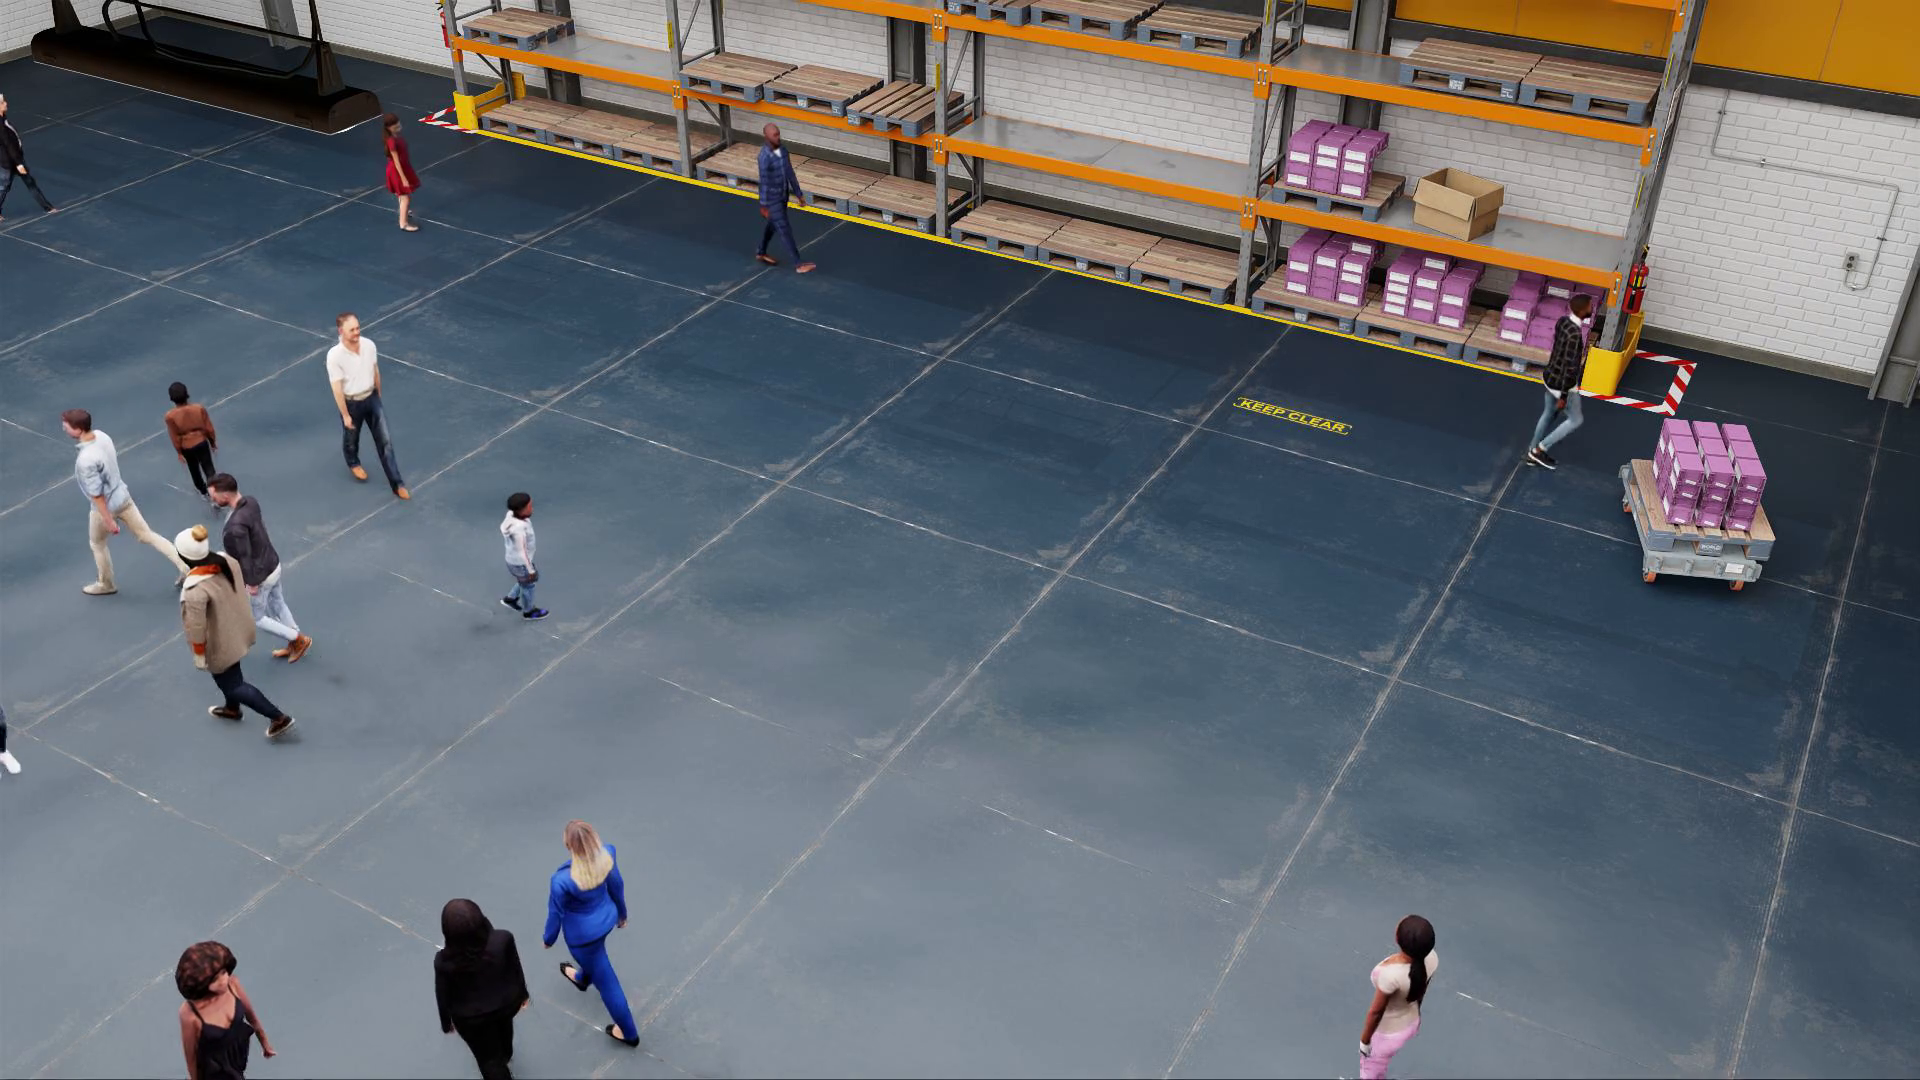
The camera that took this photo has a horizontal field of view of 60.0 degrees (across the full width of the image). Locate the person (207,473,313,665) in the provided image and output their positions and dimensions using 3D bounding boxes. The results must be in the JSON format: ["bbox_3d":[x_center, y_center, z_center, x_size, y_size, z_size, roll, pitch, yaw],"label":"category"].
[{"bbox_3d":[-5.429,0.257,13.071,0.924,1.813,0.886,-3,34,-4],"label":"person"}]

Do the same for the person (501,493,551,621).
[{"bbox_3d":[-3.678,0.156,13.740,0.722,1.242,0.664,-13,36,-18],"label":"person"}]

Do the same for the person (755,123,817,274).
[{"bbox_3d":[-2.227,-4.026,19.559,1.159,1.764,0.702,15,36,21],"label":"person"}]

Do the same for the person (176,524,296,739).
[{"bbox_3d":[-5.419,0.695,12.363,1.172,1.868,0.947,4,34,6],"label":"person"}]

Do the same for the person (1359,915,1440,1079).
[{"bbox_3d":[2.478,2.801,9.328,0.854,1.721,1.082,-20,39,-28],"label":"person"}]

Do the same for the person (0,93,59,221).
[{"bbox_3d":[-12.091,-4.743,20.941,1.183,1.747,1.239,-10,35,-15],"label":"person"}]

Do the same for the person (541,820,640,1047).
[{"bbox_3d":[-2.136,2.397,9.981,1.043,1.670,0.686,20,39,27],"label":"person"}]

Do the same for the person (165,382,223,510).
[{"bbox_3d":[-7.012,-0.843,15.249,0.792,1.235,0.968,-18,37,-24],"label":"person"}]

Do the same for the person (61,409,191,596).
[{"bbox_3d":[-6.986,-0.293,13.899,1.318,1.813,1.069,1,34,2],"label":"person"}]

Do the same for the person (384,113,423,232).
[{"bbox_3d":[-6.953,-4.561,20.584,0.904,1.521,0.863,-13,36,-19],"label":"person"}]

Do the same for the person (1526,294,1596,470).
[{"bbox_3d":[5.572,-1.477,15.685,0.836,1.808,0.830,1,34,1],"label":"person"}]

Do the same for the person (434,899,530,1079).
[{"bbox_3d":[-2.704,2.728,9.553,0.903,1.592,1.070,-22,39,-29],"label":"person"}]

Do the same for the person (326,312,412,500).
[{"bbox_3d":[-5.620,-1.283,15.394,0.930,1.807,1.310,-27,42,-35],"label":"person"}]

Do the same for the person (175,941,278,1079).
[{"bbox_3d":[-4.127,2.873,9.216,1.156,1.724,0.667,13,36,19],"label":"person"}]
